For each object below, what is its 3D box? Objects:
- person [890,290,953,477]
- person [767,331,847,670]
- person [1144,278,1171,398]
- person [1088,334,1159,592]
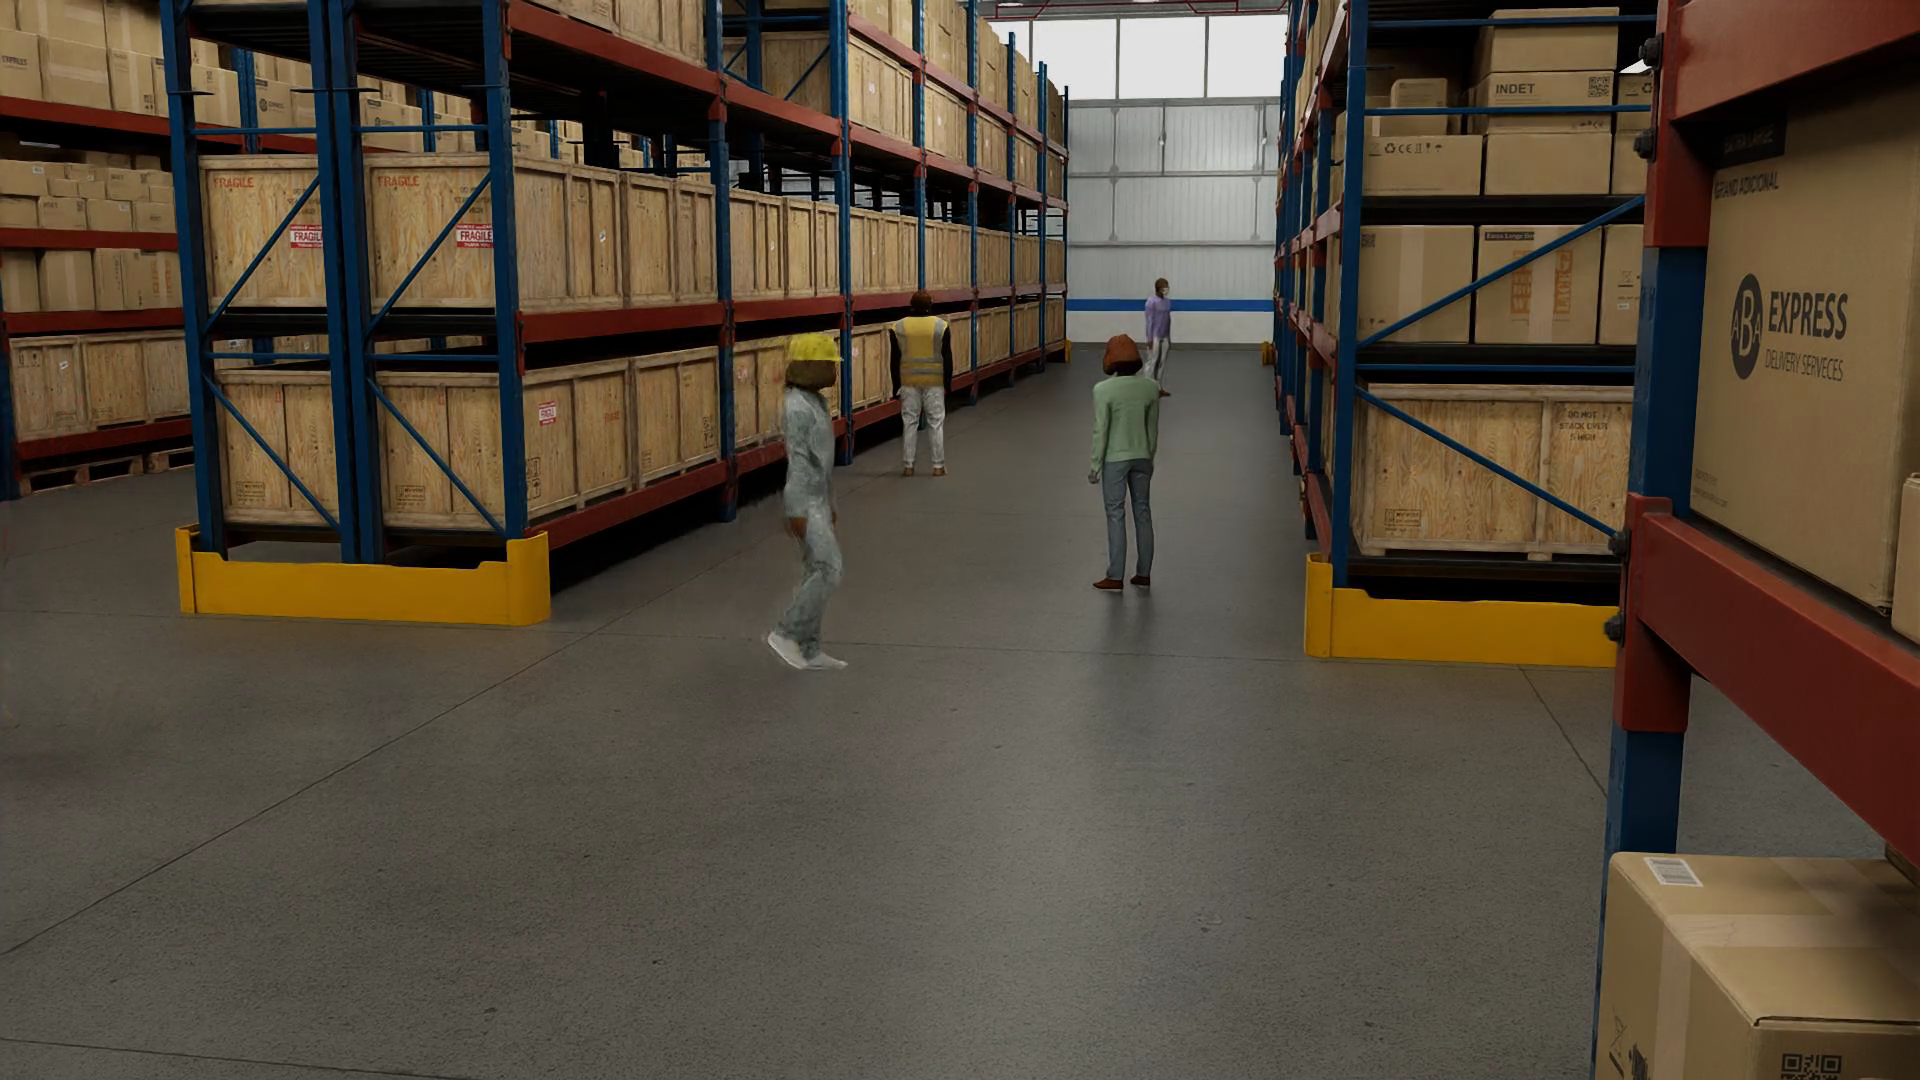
[{"bbox_3d":[-0.377,-1.539,16.451,0.621,1.845,0.429,0,9,3],"label":"person"},{"bbox_3d":[-0.710,-0.175,8.337,0.355,1.726,0.499,1,9,9],"label":"person"},{"bbox_3d":[3.203,-3.261,26.875,0.367,1.931,0.635,8,12,39],"label":"person"},{"bbox_3d":[1.039,-0.485,10.550,0.497,1.633,0.279,-5,10,-29],"label":"person"}]
